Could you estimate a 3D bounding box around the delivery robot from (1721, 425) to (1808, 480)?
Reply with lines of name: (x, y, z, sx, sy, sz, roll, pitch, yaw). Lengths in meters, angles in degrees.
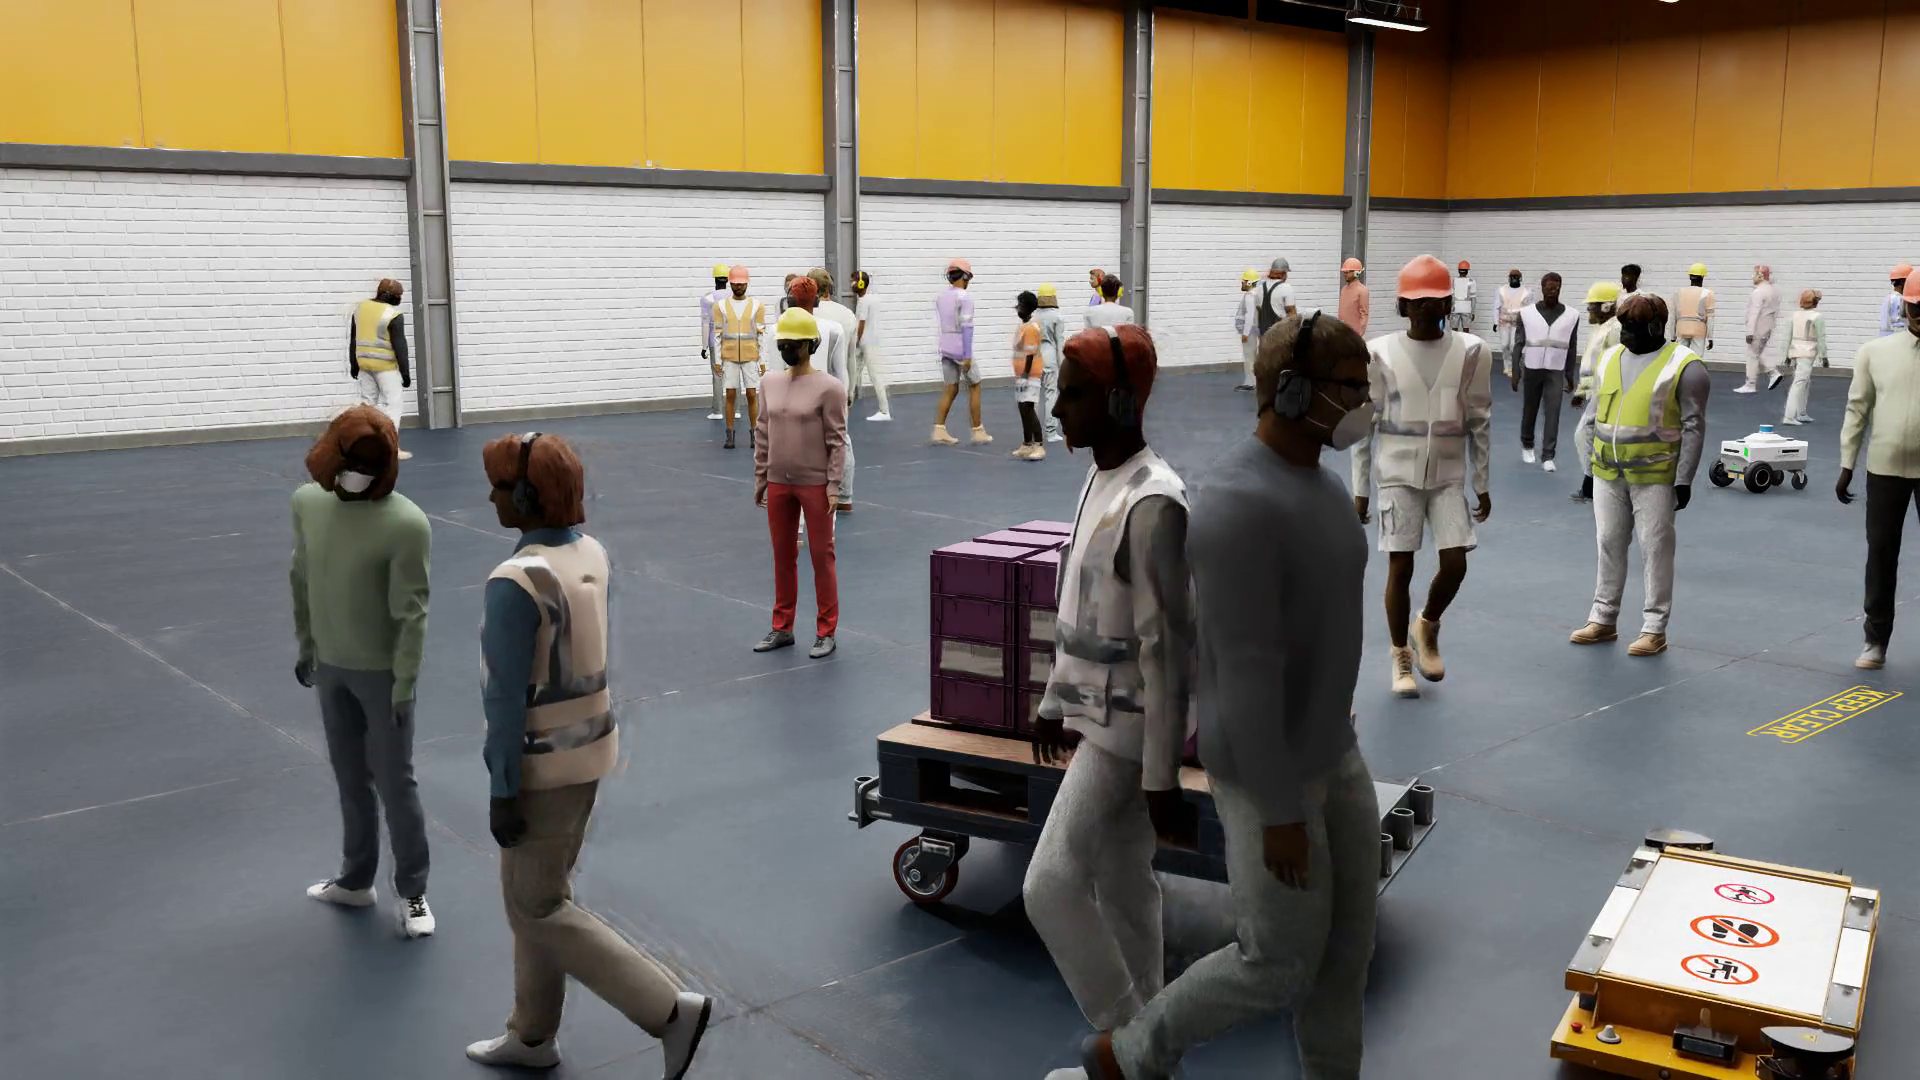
delivery robot: (6.986, -0.757, 14.440, 0.707, 0.478, 0.477, -3, 10, -17)

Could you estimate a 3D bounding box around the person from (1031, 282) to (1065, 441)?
person: (0.934, -1.948, 18.248, 0.484, 1.737, 0.322, 6, 11, 30)

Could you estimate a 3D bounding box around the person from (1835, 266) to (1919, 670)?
person: (4.649, -0.349, 8.147, 0.626, 1.989, 0.454, 8, 12, 37)

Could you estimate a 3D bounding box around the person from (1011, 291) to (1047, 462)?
person: (0.681, -1.620, 16.488, 0.341, 1.679, 0.621, -1, 10, -4)

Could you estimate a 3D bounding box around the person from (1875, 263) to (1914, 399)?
person: (10.749, -2.199, 19.102, 0.352, 1.942, 0.545, 3, 10, 16)

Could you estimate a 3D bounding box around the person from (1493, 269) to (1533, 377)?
person: (9.331, -3.664, 28.064, 0.616, 1.816, 0.877, 5, 11, 27)

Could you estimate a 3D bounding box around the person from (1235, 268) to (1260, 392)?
person: (4.314, -3.133, 24.881, 0.403, 1.837, 0.591, 3, 10, 18)

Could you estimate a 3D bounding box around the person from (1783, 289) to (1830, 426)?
person: (10.146, -2.172, 19.868, 0.679, 1.618, 0.512, -2, 10, -11)

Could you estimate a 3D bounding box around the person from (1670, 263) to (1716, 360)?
person: (9.982, -2.801, 22.671, 0.593, 1.926, 0.366, 9, 13, 44)

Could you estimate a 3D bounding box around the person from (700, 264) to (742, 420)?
person: (-2.934, -2.444, 20.583, 0.588, 1.927, 0.366, -5, 11, -29)

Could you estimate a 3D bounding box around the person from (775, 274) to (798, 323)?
person: (-2.049, -2.339, 20.351, 0.497, 1.789, 0.943, 4, 11, 23)

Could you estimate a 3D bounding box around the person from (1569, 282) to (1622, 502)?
person: (5.228, -1.201, 13.653, 0.581, 1.809, 0.596, 3, 10, 15)

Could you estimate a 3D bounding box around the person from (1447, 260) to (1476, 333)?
person: (9.727, -4.448, 32.284, 0.547, 1.938, 0.379, 4, 11, 24)

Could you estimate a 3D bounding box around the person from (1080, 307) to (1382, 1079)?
person: (0.656, 0.478, 3.491, 0.736, 1.919, 0.641, 6, 11, 32)

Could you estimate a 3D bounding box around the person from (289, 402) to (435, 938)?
person: (-1.826, 0.384, 4.953, 0.639, 1.610, 0.302, 5, 11, 26)

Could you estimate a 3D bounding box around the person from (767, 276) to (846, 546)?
person: (-1.077, -0.899, 11.658, 0.584, 1.883, 0.349, -5, 11, -27)

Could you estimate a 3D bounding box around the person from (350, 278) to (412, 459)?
person: (-5.818, -1.705, 16.640, 0.742, 1.808, 0.433, 5, 11, 25)

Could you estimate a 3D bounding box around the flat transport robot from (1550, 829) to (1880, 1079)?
flat transport robot: (2.103, 1.124, 4.531, 0.652, 0.197, 1.431, 6, 11, 31)

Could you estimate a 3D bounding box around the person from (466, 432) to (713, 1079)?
person: (-0.922, 0.547, 3.972, 0.637, 1.620, 0.521, 2, 10, 11)

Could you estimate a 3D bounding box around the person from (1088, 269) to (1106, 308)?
person: (1.970, -2.887, 23.408, 0.389, 1.847, 0.563, -1, 10, -7)

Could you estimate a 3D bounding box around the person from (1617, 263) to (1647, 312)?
person: (8.731, -2.601, 21.493, 0.851, 1.941, 0.613, -2, 10, -10)

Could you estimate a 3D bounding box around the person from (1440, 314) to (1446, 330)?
person: (7.947, -3.609, 28.104, 0.545, 1.680, 0.468, 4, 11, 24)

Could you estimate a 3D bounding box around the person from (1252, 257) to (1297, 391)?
person: (4.524, -3.075, 23.940, 0.839, 2.000, 0.690, -6, 11, -32)

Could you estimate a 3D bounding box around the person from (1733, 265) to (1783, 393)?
person: (11.773, -3.091, 24.450, 0.669, 1.893, 0.535, -9, 13, -41)

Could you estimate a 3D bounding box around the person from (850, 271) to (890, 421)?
person: (-1.283, -2.363, 20.381, 0.931, 1.827, 0.540, -1, 10, -5)

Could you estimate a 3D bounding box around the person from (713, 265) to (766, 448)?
person: (-2.312, -1.916, 17.490, 0.547, 1.932, 0.383, -1, 10, -6)

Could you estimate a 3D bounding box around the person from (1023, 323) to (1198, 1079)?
person: (0.322, 0.440, 3.851, 0.449, 1.869, 0.590, 0, 10, 0)

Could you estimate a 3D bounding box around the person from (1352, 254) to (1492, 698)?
person: (2.113, -0.278, 7.604, 0.639, 2.027, 0.425, 1, 10, 6)

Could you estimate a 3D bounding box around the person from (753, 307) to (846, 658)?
person: (-0.818, -0.287, 8.421, 0.525, 1.770, 0.306, 5, 11, 26)

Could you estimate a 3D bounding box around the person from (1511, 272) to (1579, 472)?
person: (5.606, -1.634, 15.988, 0.599, 1.881, 0.959, 2, 10, 11)

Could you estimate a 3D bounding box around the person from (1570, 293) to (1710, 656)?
person: (3.449, -0.333, 8.487, 0.429, 1.836, 0.630, -7, 12, -34)

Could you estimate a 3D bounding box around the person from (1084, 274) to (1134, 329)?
person: (1.437, -1.661, 16.239, 0.524, 1.840, 0.781, 1, 10, 8)

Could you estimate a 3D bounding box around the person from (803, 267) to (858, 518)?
person: (-1.051, -1.127, 12.841, 0.362, 1.935, 0.631, 9, 13, 43)

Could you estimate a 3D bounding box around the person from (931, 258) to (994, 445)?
person: (-0.032, -2.008, 17.800, 0.667, 2.000, 0.638, -7, 12, -37)

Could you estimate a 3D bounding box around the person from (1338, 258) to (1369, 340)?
person: (5.297, -2.816, 22.560, 0.375, 1.995, 0.611, -4, 10, -21)
